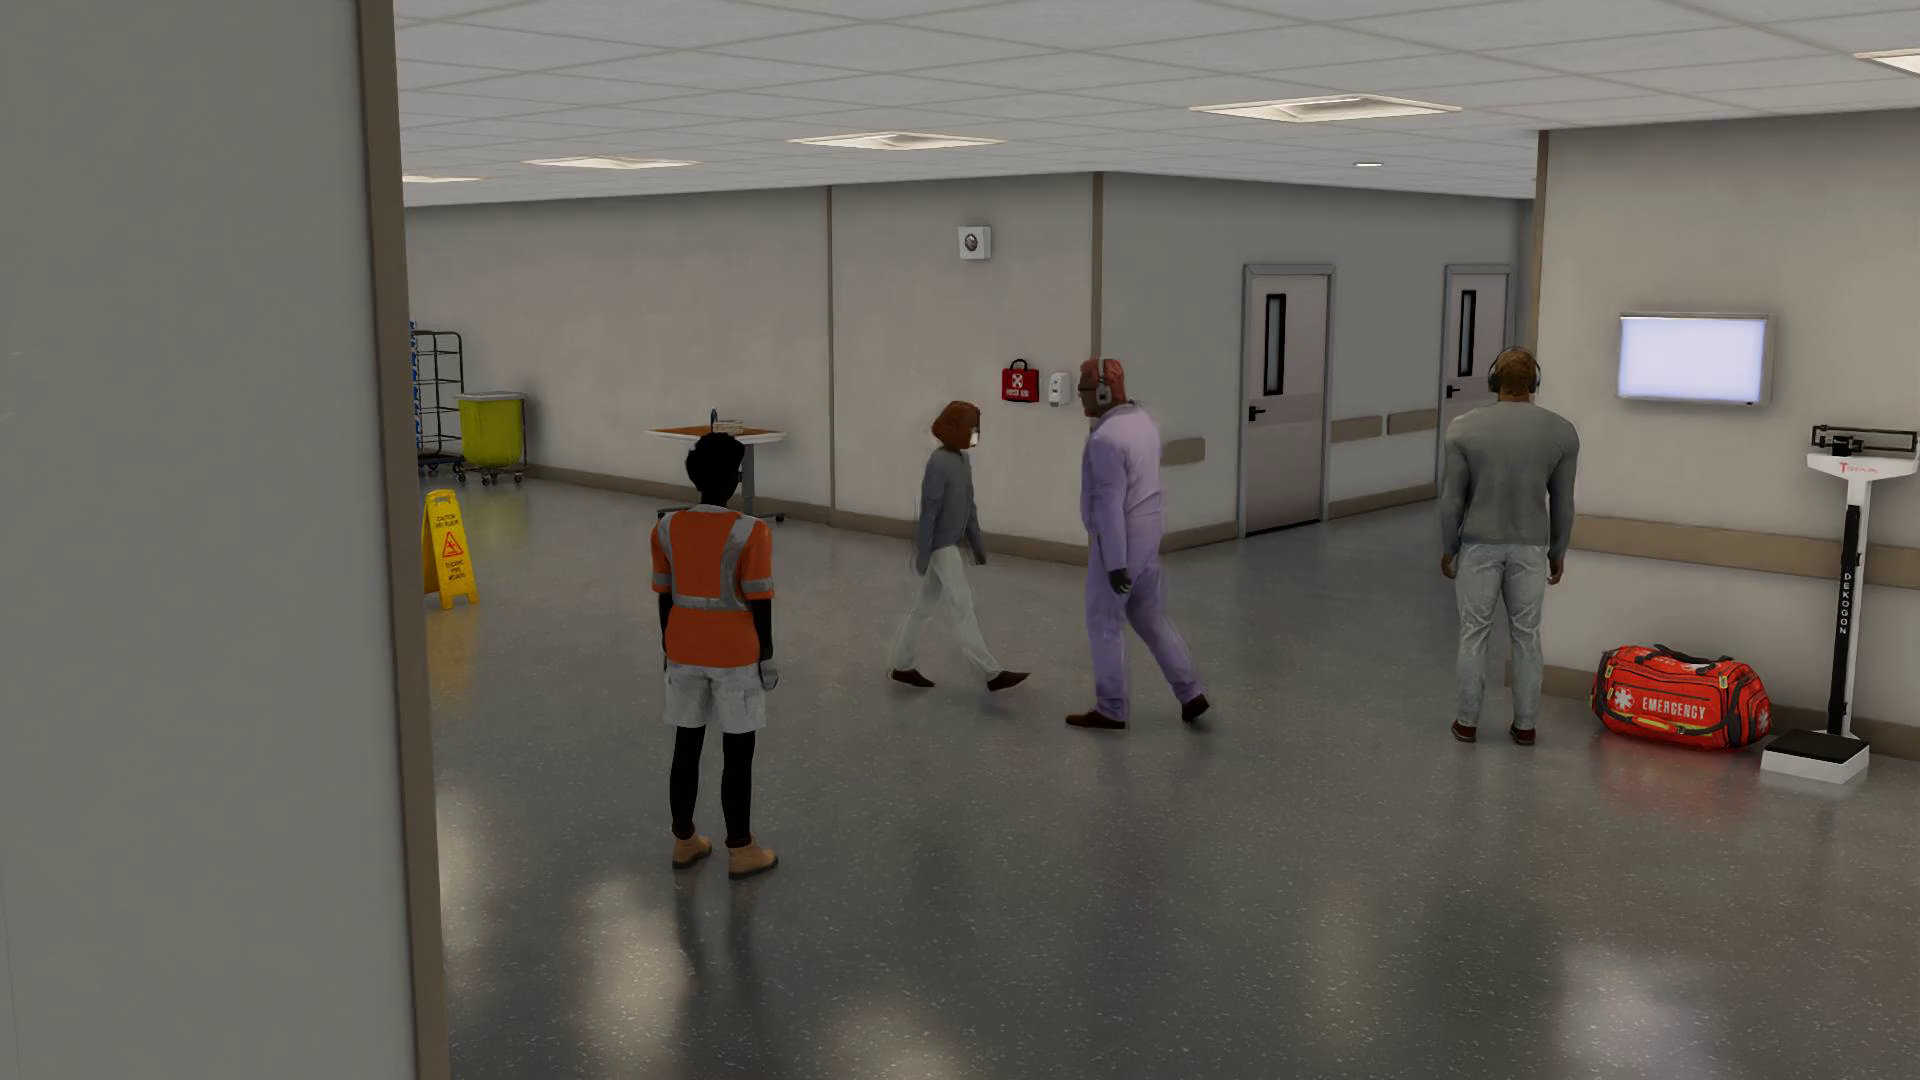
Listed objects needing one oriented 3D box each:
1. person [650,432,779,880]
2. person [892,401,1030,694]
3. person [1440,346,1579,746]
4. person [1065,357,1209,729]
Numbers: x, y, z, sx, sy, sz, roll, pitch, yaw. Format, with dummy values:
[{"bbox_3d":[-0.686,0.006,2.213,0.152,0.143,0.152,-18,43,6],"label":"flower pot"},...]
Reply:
[{"bbox_3d":[-0.923,0.438,6.300,0.535,1.693,0.317,5,10,27],"label":"person"},{"bbox_3d":[-0.007,0.045,8.996,0.835,1.584,0.511,2,10,15],"label":"person"},{"bbox_3d":[2.634,0.038,8.040,0.623,1.932,0.367,1,9,7],"label":"person"},{"bbox_3d":[0.896,0.036,8.223,0.666,1.874,0.664,5,11,28],"label":"person"}]
